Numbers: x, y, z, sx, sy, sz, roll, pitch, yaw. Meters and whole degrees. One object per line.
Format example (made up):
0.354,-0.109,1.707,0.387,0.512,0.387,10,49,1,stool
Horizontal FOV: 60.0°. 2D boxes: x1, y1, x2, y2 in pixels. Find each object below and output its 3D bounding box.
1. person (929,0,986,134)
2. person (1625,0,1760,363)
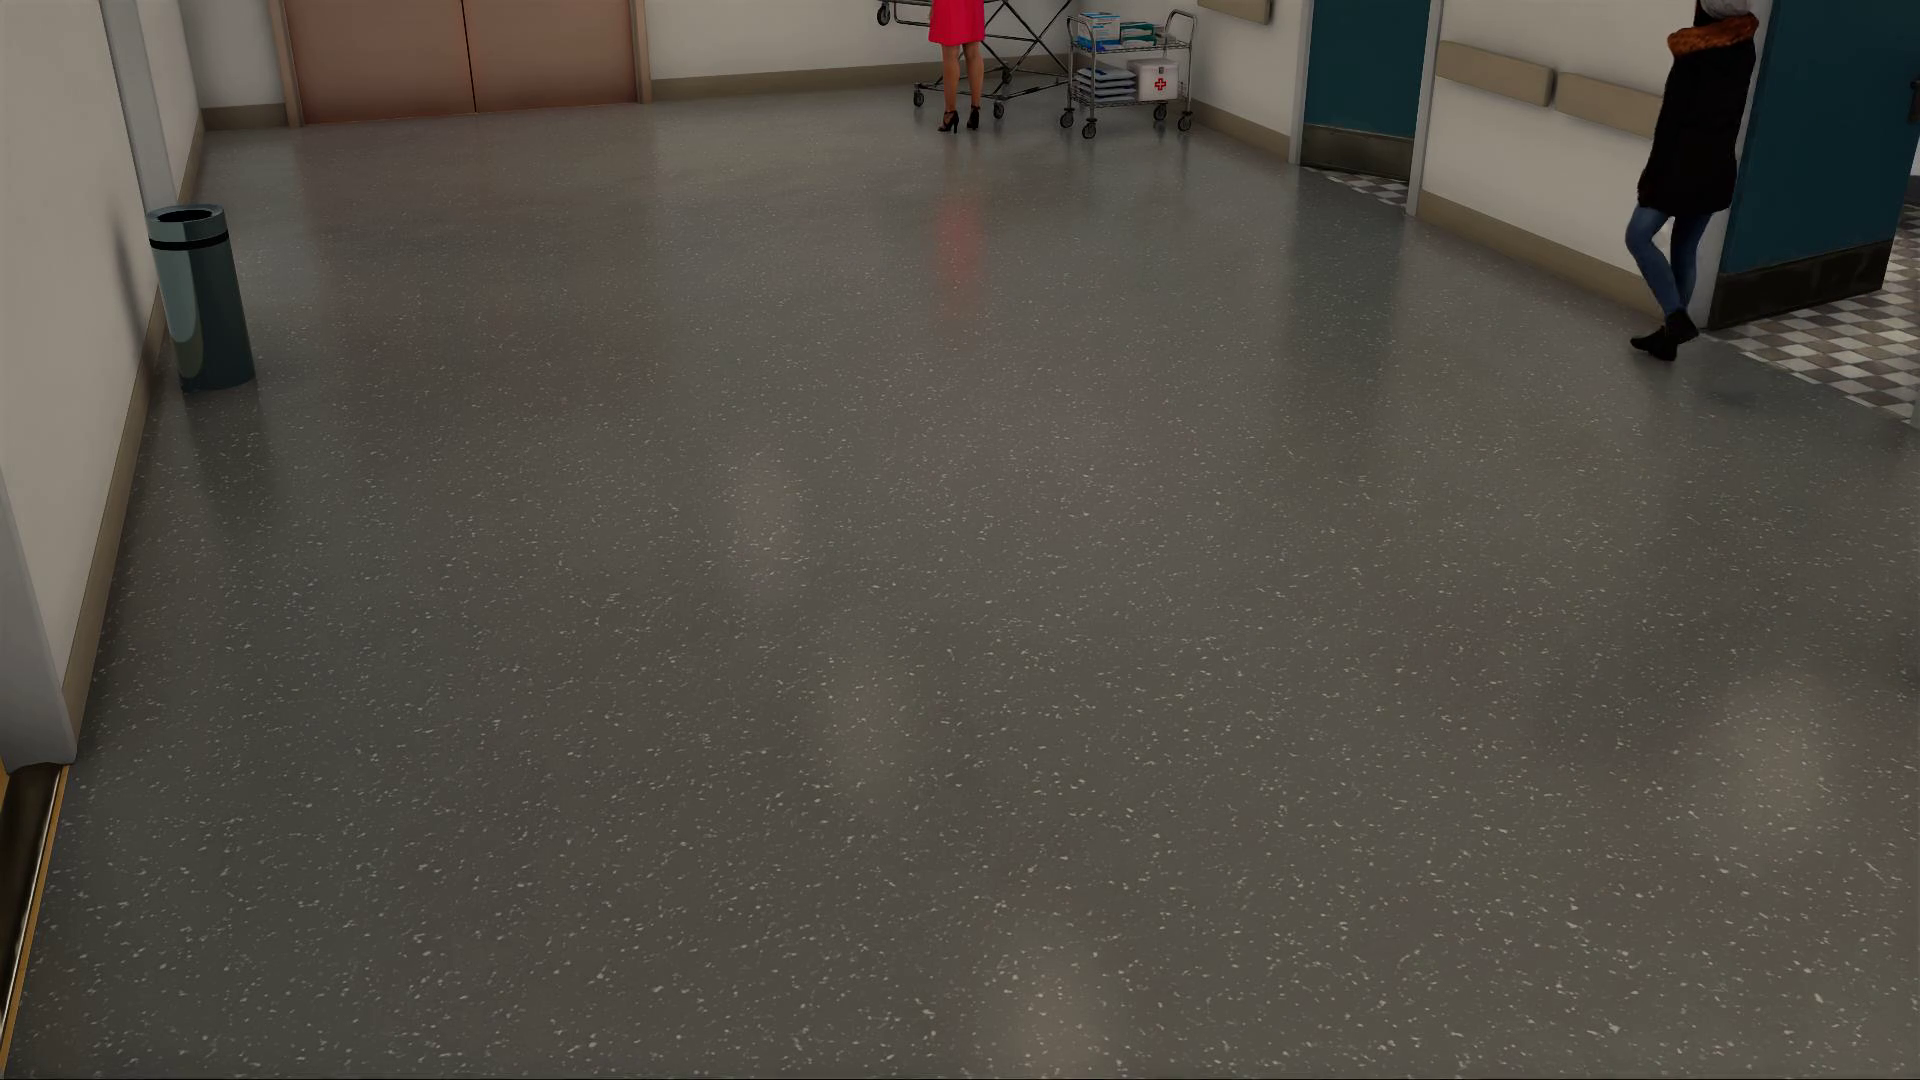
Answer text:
-0.007,-3.642,11.210,0.580,1.729,0.553,-11,28,-22,person
3.073,-1.504,6.896,0.642,1.626,0.667,-11,28,-22,person
